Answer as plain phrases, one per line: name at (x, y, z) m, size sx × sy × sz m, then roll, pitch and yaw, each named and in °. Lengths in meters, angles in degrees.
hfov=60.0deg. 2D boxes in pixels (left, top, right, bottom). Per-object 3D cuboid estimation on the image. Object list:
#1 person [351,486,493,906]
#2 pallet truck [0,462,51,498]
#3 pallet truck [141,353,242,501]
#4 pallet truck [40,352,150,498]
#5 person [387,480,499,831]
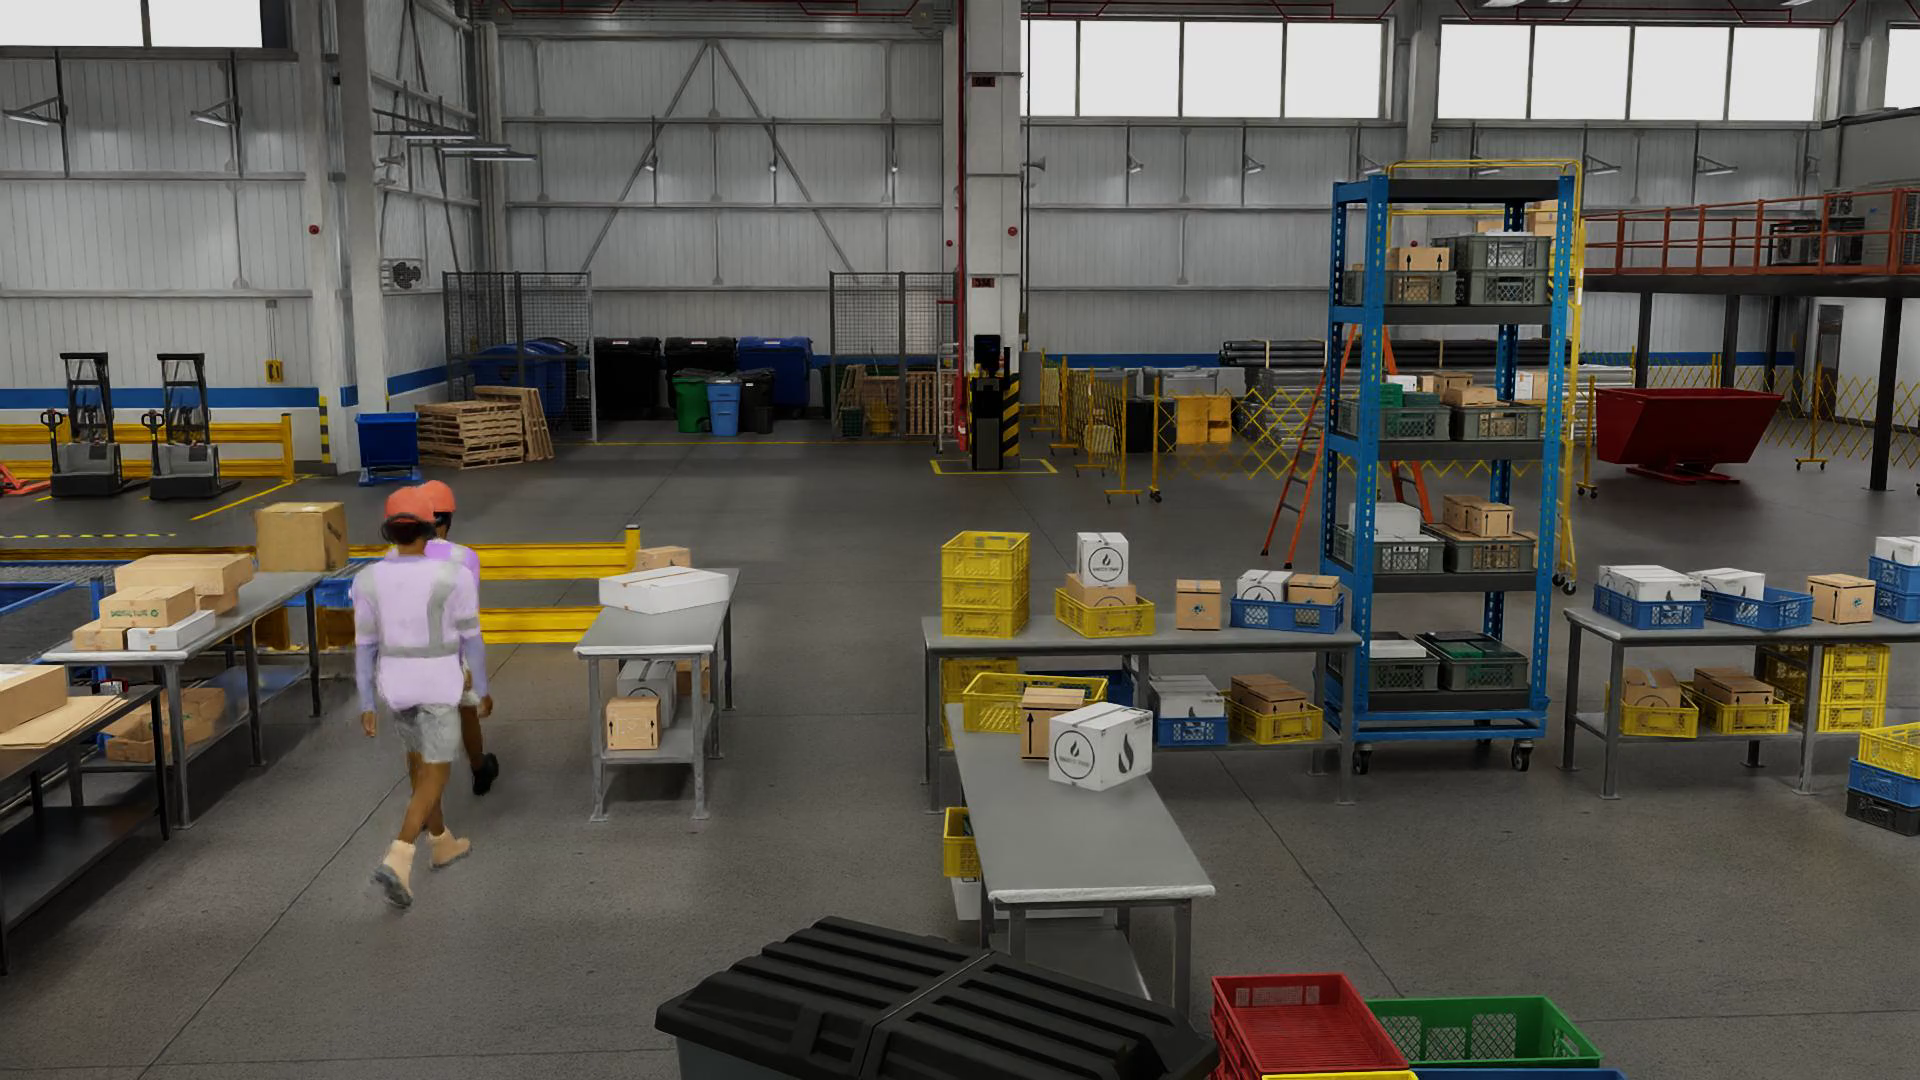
person at (-2.686, 0.748, 8.154) m, size 0.615 × 2.008 × 0.951 m, roll 2°, pitch 9°, yaw 9°
pallet truck at (-13.193, -1.293, 23.148) m, size 0.653 × 1.274 × 1.630 m, roll -1°, pitch 9°, yaw -4°
pallet truck at (-10.520, -1.604, 22.925) m, size 0.823 × 1.965 × 1.885 m, roll -1°, pitch 9°, yaw -6°
pallet truck at (-11.907, -1.642, 23.165) m, size 0.823 × 1.965 × 1.885 m, roll 0°, pitch 9°, yaw 0°
person at (-2.928, 0.609, 9.372) m, size 0.564 × 1.884 × 0.981 m, roll 0°, pitch 9°, yaw 0°
